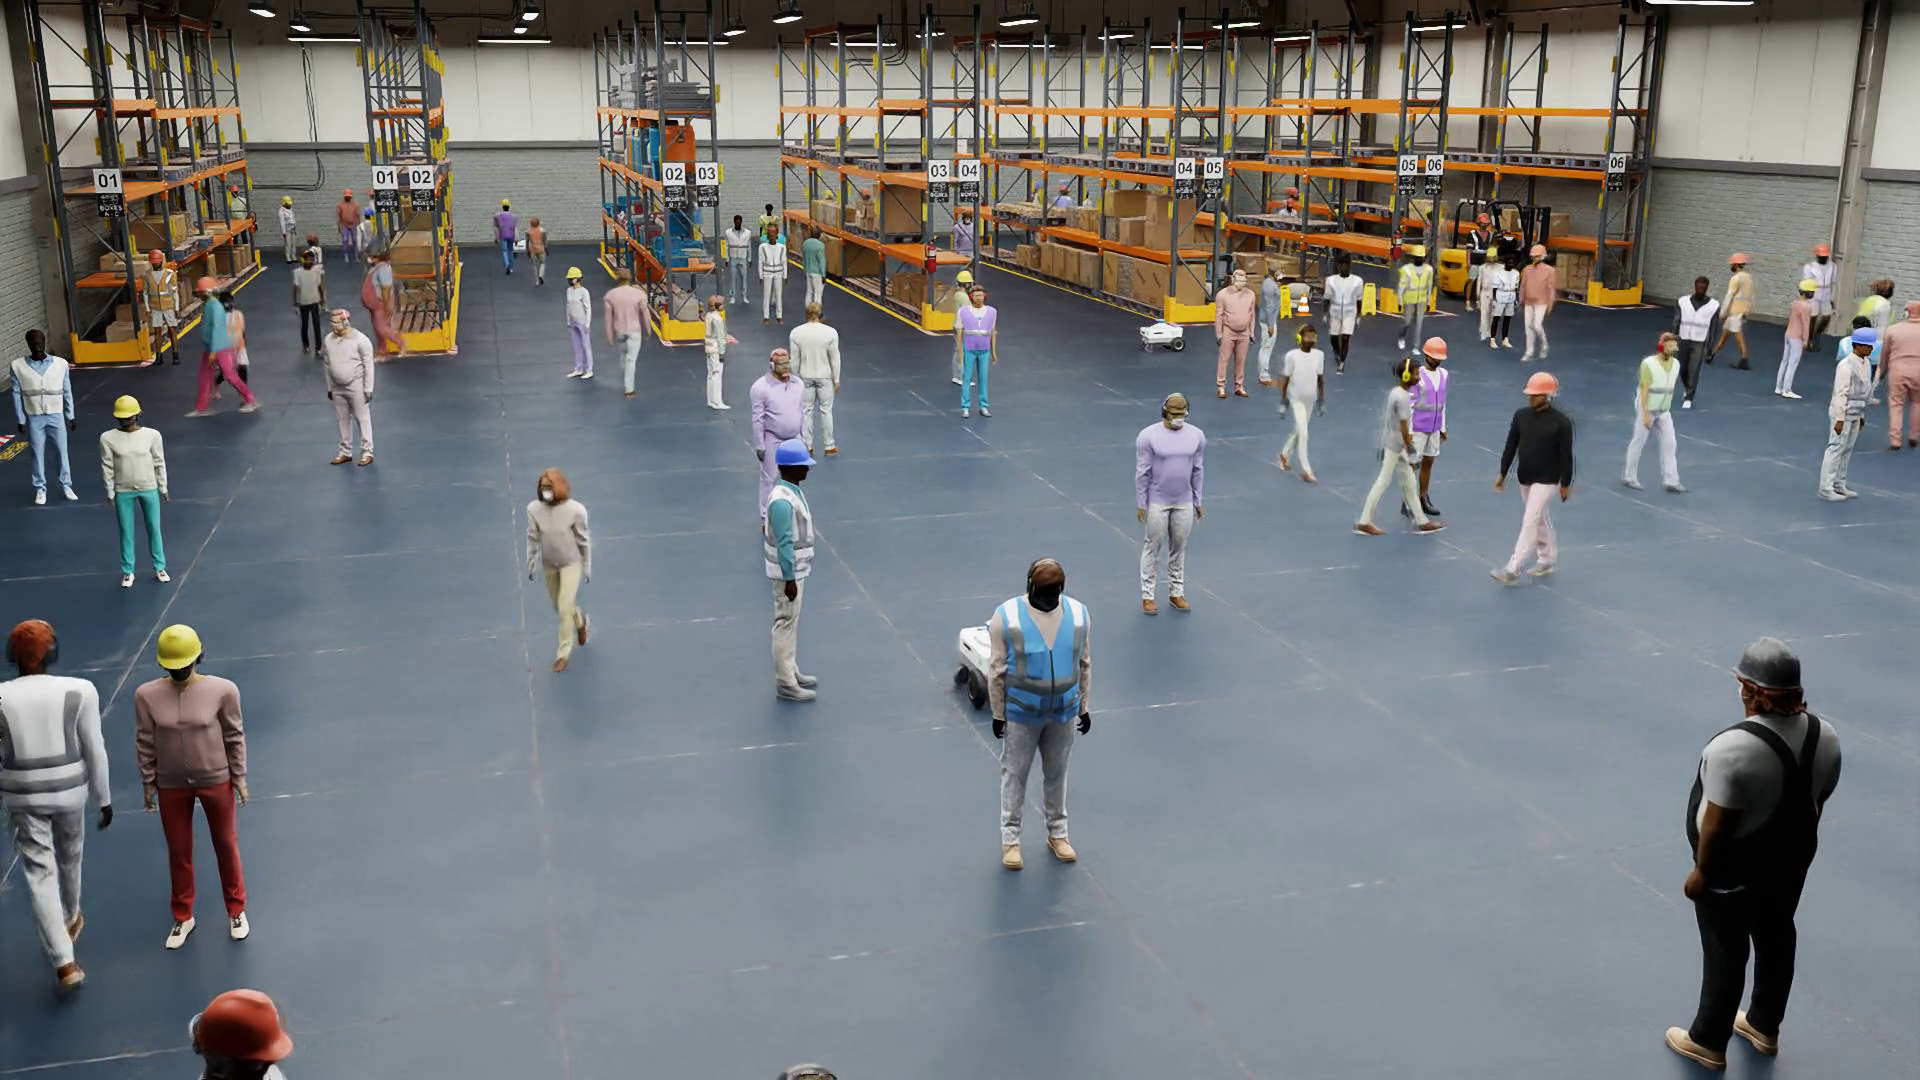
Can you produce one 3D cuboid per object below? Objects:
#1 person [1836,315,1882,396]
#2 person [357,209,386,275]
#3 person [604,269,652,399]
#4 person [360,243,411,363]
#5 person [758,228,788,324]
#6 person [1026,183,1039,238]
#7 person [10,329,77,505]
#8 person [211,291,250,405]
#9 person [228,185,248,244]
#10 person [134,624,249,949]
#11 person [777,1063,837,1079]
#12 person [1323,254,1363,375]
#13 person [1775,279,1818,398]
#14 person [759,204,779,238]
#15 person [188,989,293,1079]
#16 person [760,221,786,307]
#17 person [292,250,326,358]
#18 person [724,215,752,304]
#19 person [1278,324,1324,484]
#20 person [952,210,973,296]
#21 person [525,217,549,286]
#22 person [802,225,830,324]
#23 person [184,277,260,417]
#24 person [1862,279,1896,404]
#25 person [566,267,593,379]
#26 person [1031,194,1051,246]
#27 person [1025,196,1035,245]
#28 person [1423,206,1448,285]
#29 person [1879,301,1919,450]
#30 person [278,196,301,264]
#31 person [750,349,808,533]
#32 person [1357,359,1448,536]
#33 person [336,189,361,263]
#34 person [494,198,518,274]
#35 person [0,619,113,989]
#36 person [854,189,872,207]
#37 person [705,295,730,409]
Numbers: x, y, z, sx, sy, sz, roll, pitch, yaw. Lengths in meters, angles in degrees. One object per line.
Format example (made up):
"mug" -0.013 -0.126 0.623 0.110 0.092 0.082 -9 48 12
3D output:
"person" 11.482 -2.045 21.329 0.533 1.677 0.382 13 20 40
"person" -13.615 -6.704 38.494 0.676 1.884 0.995 -9 17 -30
"person" -4.935 -3.111 24.924 0.641 1.892 0.996 2 15 8
"person" -9.733 -3.993 27.963 0.646 2.000 0.692 -9 17 -31
"person" -3.686 -5.198 32.800 0.573 1.883 0.355 -4 15 -15
"person" 2.283 -9.835 50.234 0.605 1.894 1.022 5 16 18
"person" -10.070 -1.366 18.310 0.587 1.920 0.391 -10 18 -34
"person" -10.614 -2.780 24.102 0.651 1.675 0.536 9 17 31
"person" -20.311 -8.971 46.779 0.611 1.996 0.378 -4 15 -15
"person" -3.993 1.275 8.680 0.523 1.761 0.326 -4 15 -15
"person" -0.375 2.321 4.433 0.681 1.922 0.543 -7 16 -24
"person" 6.214 -3.684 26.980 0.615 1.945 0.677 5 16 18
"person" 12.492 -2.999 24.772 0.369 1.759 0.529 1 15 5
"person" -4.975 -7.919 43.404 0.531 1.693 0.320 -4 15 -15
"person" -2.266 2.214 5.196 0.535 1.733 0.619 2 15 7
"person" -4.003 -5.944 35.747 0.575 1.819 0.771 2 15 8
"person" -11.260 -4.096 28.768 0.529 1.833 0.882 -8 17 -27
"person" -4.820 -6.106 36.158 0.587 1.915 0.391 -4 15 -15
"person" 4.002 -1.641 19.523 0.531 1.839 0.928 -5 16 -19
"person" 0.140 -6.406 37.248 0.627 1.935 0.371 -4 15 -15
"person" -10.051 -6.865 39.551 0.542 1.624 0.365 -2 15 -6
"person" -2.866 -5.254 32.903 0.371 1.939 0.629 -13 20 -40
"person" -10.409 -2.705 23.319 0.974 1.958 0.616 -13 20 -40
"person" 13.282 -2.860 24.096 0.448 1.832 0.651 1 15 4
"person" -6.065 -3.446 26.429 0.526 1.769 0.328 12 19 38
"person" 2.211 -8.564 45.586 0.633 1.828 0.447 -5 16 -18
"person" 2.012 -9.106 47.984 0.268 1.632 0.507 2 15 8
"person" 11.323 -6.988 39.566 0.718 1.877 0.388 14 20 42
"person" 12.063 -2.108 21.201 0.656 1.866 0.853 7 16 24
"person" -18.037 -8.320 44.682 0.403 1.816 0.604 2 15 6
"person" -1.811 -1.001 16.958 0.641 1.910 0.401 -12 19 -39
"person" 4.501 -0.913 16.781 0.948 1.826 0.504 5 16 16
"person" -16.585 -8.537 45.178 0.630 1.981 0.413 -6 16 -22
"person" -11.506 -7.712 42.246 0.585 1.894 0.826 -6 16 -21
"person" -4.616 1.314 8.392 0.601 1.843 0.960 -7 17 -26
"person" -2.674 -8.576 45.384 0.539 1.961 0.710 13 20 41
"person" -3.495 -2.688 23.838 0.312 1.636 0.517 -7 17 -25
